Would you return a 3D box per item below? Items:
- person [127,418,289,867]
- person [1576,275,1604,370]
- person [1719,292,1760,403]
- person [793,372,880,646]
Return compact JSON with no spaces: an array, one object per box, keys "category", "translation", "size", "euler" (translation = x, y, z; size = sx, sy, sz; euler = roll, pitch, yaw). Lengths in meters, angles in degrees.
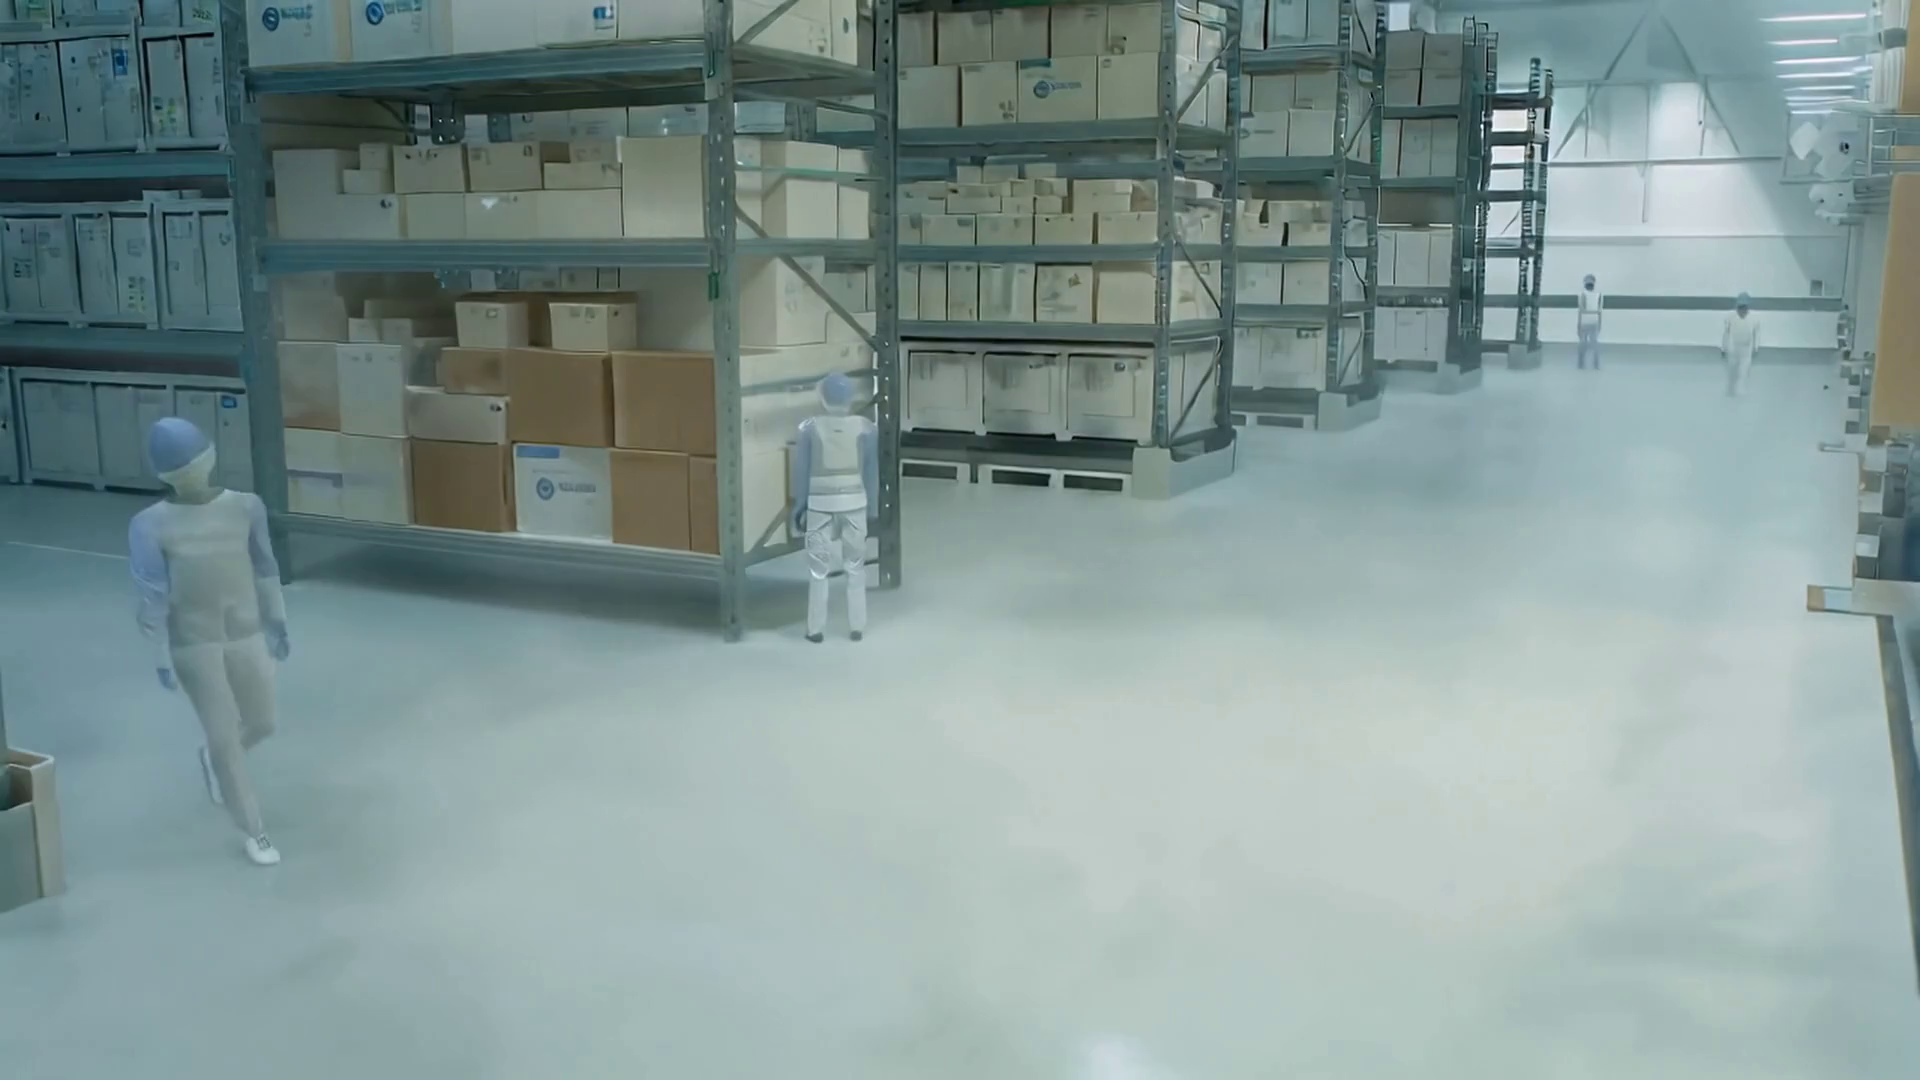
[{"category":"person","translation":[-2.905,0.374,6.420],"size":[0.657,1.721,0.559],"euler":[8,13,40]},{"category":"person","translation":[12.645,-4.364,33.359],"size":[0.538,1.913,0.919],"euler":[1,10,5]},{"category":"person","translation":[12.221,-3.027,26.118],"size":[0.572,1.730,0.716],"euler":[3,10,17]},{"category":"person","translation":[-0.730,-0.178,9.895],"size":[0.525,1.631,0.312],"euler":[-3,10,-17]}]
